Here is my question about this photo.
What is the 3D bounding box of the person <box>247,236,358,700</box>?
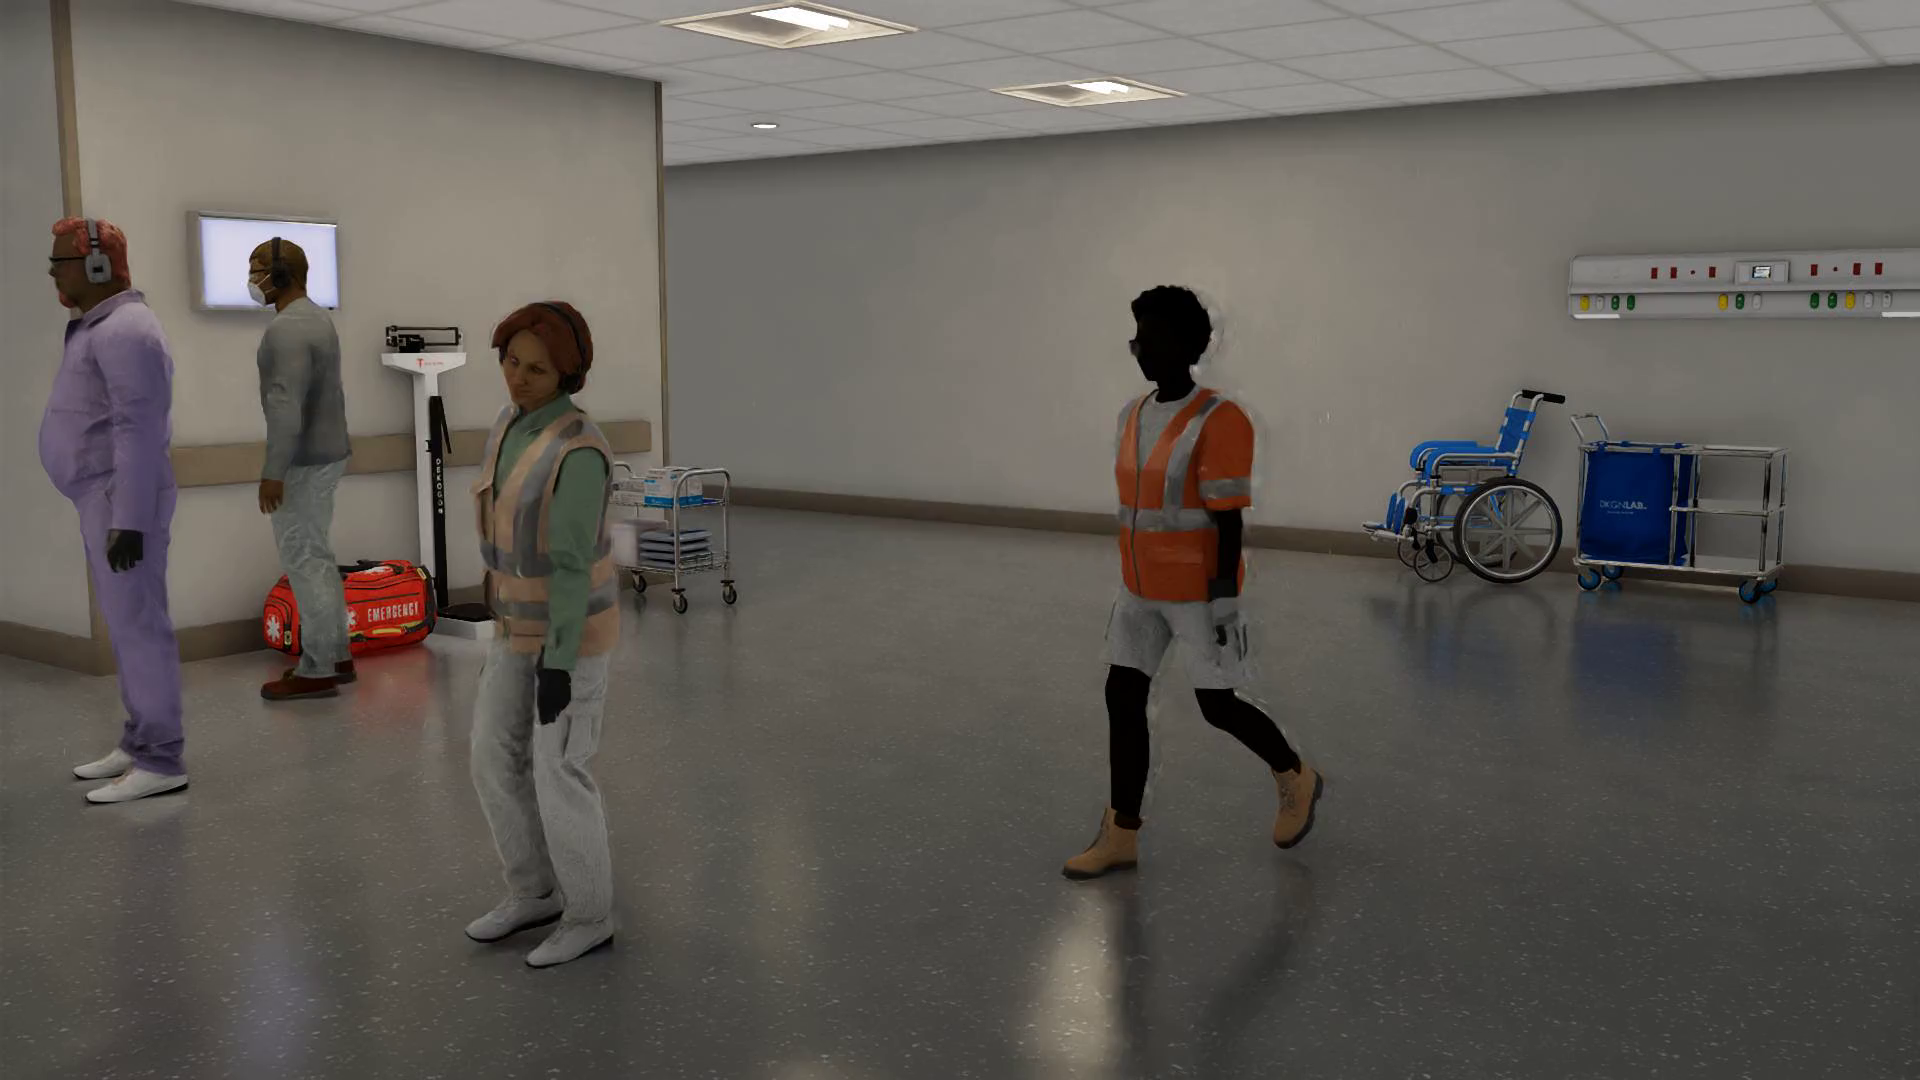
[{"bbox_3d":[-2.759,-0.296,6.980,0.378,1.929,0.715,-1,7,-12],"label":"person"}]

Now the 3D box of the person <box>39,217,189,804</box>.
[{"bbox_3d":[-2.796,-0.098,5.487,0.402,1.904,0.651,-4,8,-31],"label":"person"}]

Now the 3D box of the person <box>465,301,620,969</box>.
[{"bbox_3d":[-0.966,0.243,3.935,0.362,1.596,0.577,-6,9,-39],"label":"person"}]

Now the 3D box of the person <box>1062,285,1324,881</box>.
[{"bbox_3d":[0.686,0.114,4.720,0.784,1.670,0.537,-4,8,-32],"label":"person"}]
